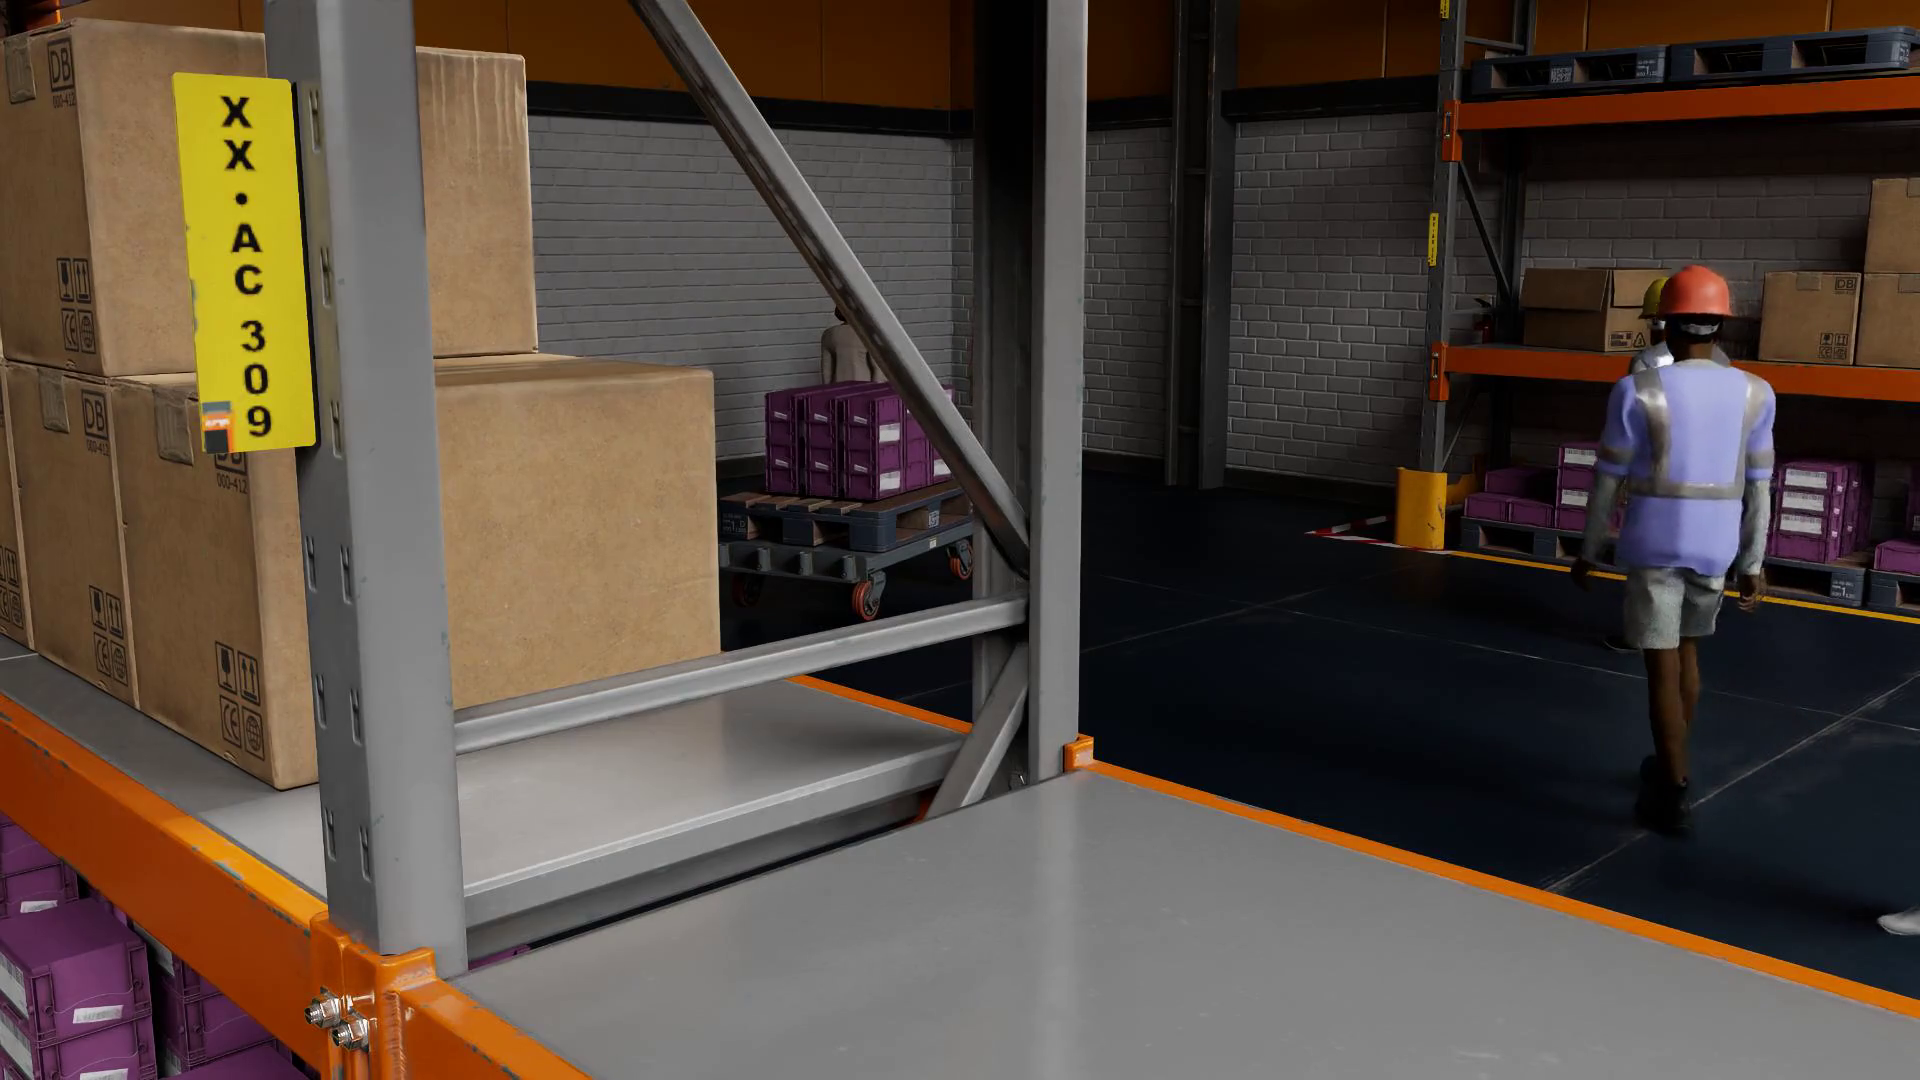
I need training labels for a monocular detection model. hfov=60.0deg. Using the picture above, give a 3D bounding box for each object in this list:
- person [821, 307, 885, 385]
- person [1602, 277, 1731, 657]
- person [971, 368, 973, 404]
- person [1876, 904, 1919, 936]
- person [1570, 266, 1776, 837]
[{"bbox_3d":[-0.780,-1.024,12.238,0.500,1.633,0.285,4,11,22],"label":"person"},{"bbox_3d":[3.382,-0.342,8.008,0.588,1.823,0.403,-5,12,-27],"label":"person"},{"bbox_3d":[0.471,-1.117,11.893,0.673,1.942,0.976,-3,11,-16],"label":"person"},{"bbox_3d":[2.914,0.245,4.551,0.374,1.915,0.596,-2,11,-11],"label":"person"},{"bbox_3d":[2.441,0.017,5.791,0.567,1.905,0.781,0,10,-1],"label":"person"}]
